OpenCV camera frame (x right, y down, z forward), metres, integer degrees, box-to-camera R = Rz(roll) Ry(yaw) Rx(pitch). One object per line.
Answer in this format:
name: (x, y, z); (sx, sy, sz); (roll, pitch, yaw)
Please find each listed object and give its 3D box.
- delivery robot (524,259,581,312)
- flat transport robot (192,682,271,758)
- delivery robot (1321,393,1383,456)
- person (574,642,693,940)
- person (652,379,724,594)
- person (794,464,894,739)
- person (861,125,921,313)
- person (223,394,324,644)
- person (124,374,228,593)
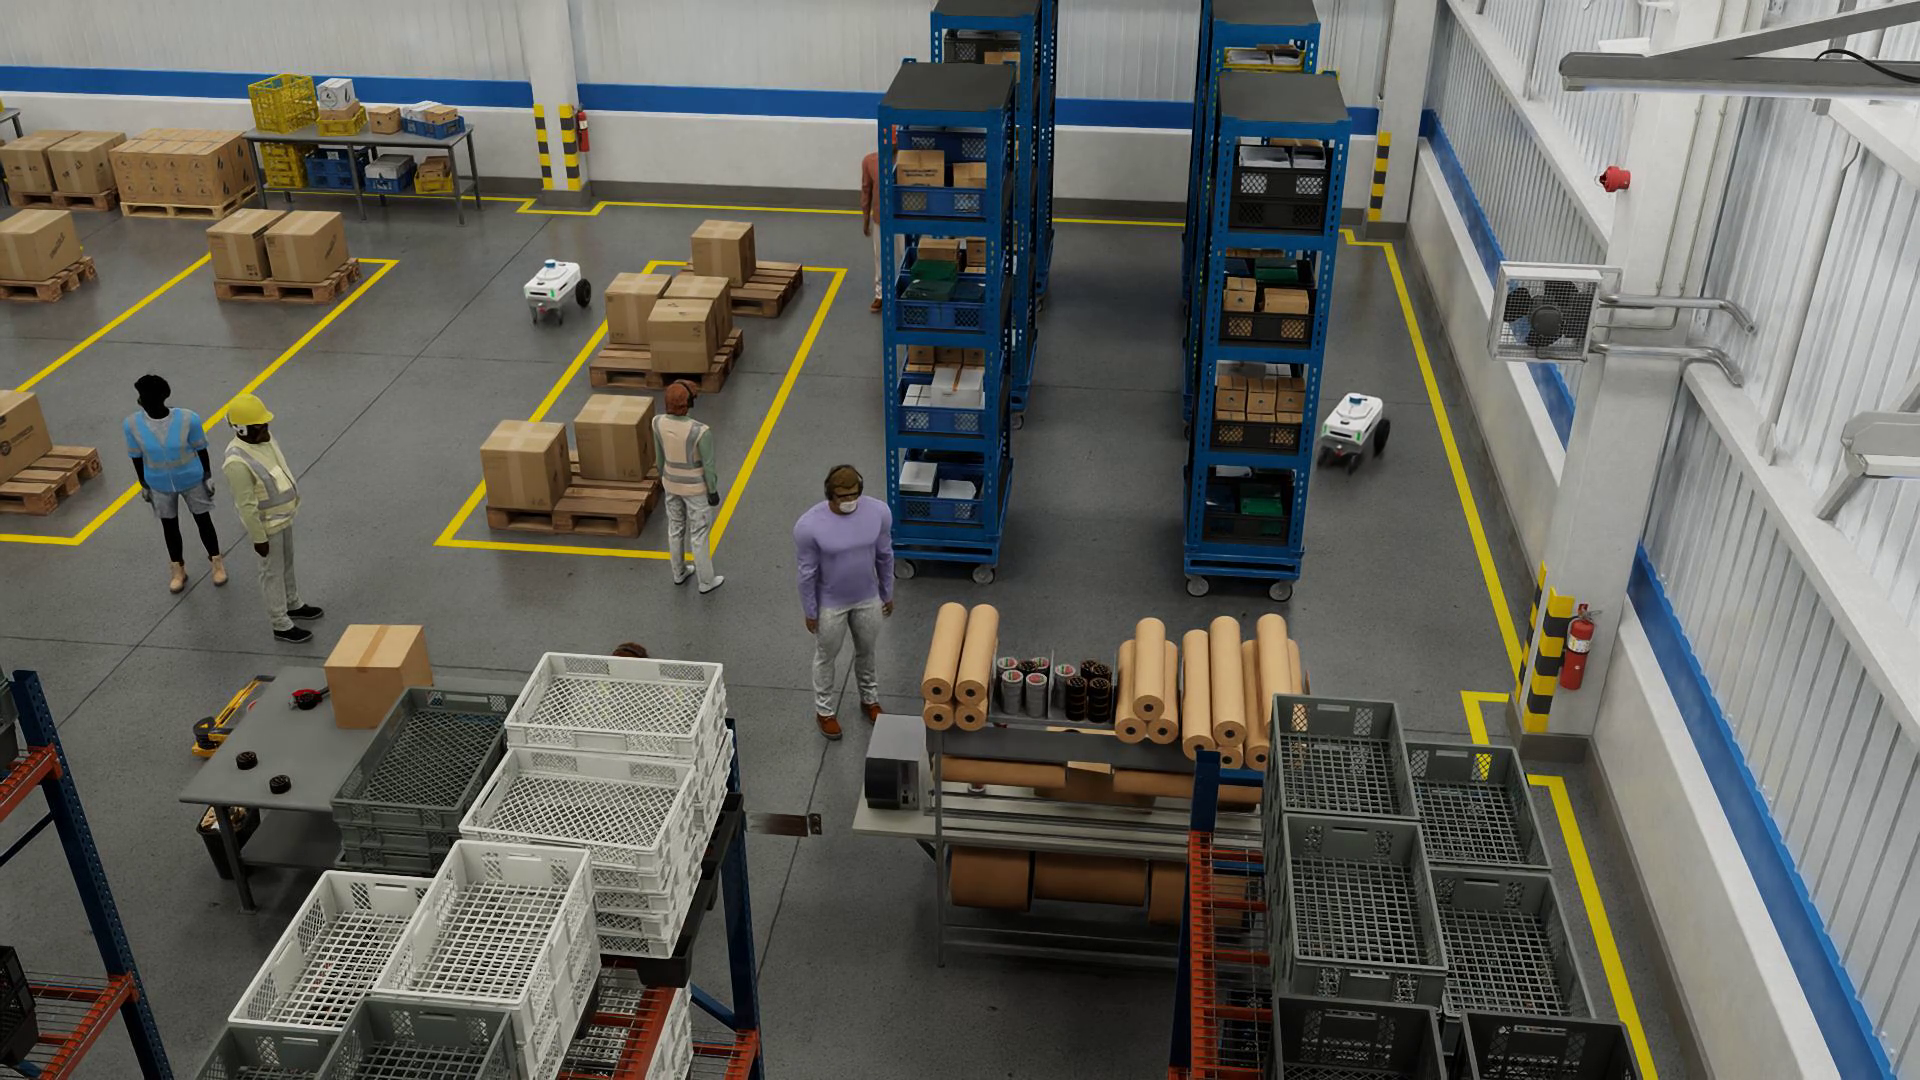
delivery robot: (-4.087, -2.572, 16.694); (0.477, 0.478, 0.707); (6, 31, 10)
flat transport robot: (-4.089, 1.163, 10.648); (1.431, 0.197, 0.652); (3, 30, 6)
delivery robot: (3.299, -0.994, 13.979); (0.477, 0.478, 0.707); (15, 33, 24)
person: (-1.681, 1.325, 8.824); (0.624, 1.840, 0.430); (-8, 31, -13)
person: (-1.960, -0.379, 11.954); (0.514, 1.634, 0.313); (16, 34, 25)
person: (-0.703, 0.368, 10.385); (0.624, 1.930, 0.378); (-13, 32, -20)
person: (-0.673, -3.171, 16.405); (0.629, 1.986, 0.413); (8, 31, 13)
person: (-4.714, -0.164, 11.387); (0.404, 1.830, 0.603); (-2, 30, -3)
person: (-5.632, -0.422, 11.959); (0.536, 1.699, 0.322); (-8, 31, -14)
